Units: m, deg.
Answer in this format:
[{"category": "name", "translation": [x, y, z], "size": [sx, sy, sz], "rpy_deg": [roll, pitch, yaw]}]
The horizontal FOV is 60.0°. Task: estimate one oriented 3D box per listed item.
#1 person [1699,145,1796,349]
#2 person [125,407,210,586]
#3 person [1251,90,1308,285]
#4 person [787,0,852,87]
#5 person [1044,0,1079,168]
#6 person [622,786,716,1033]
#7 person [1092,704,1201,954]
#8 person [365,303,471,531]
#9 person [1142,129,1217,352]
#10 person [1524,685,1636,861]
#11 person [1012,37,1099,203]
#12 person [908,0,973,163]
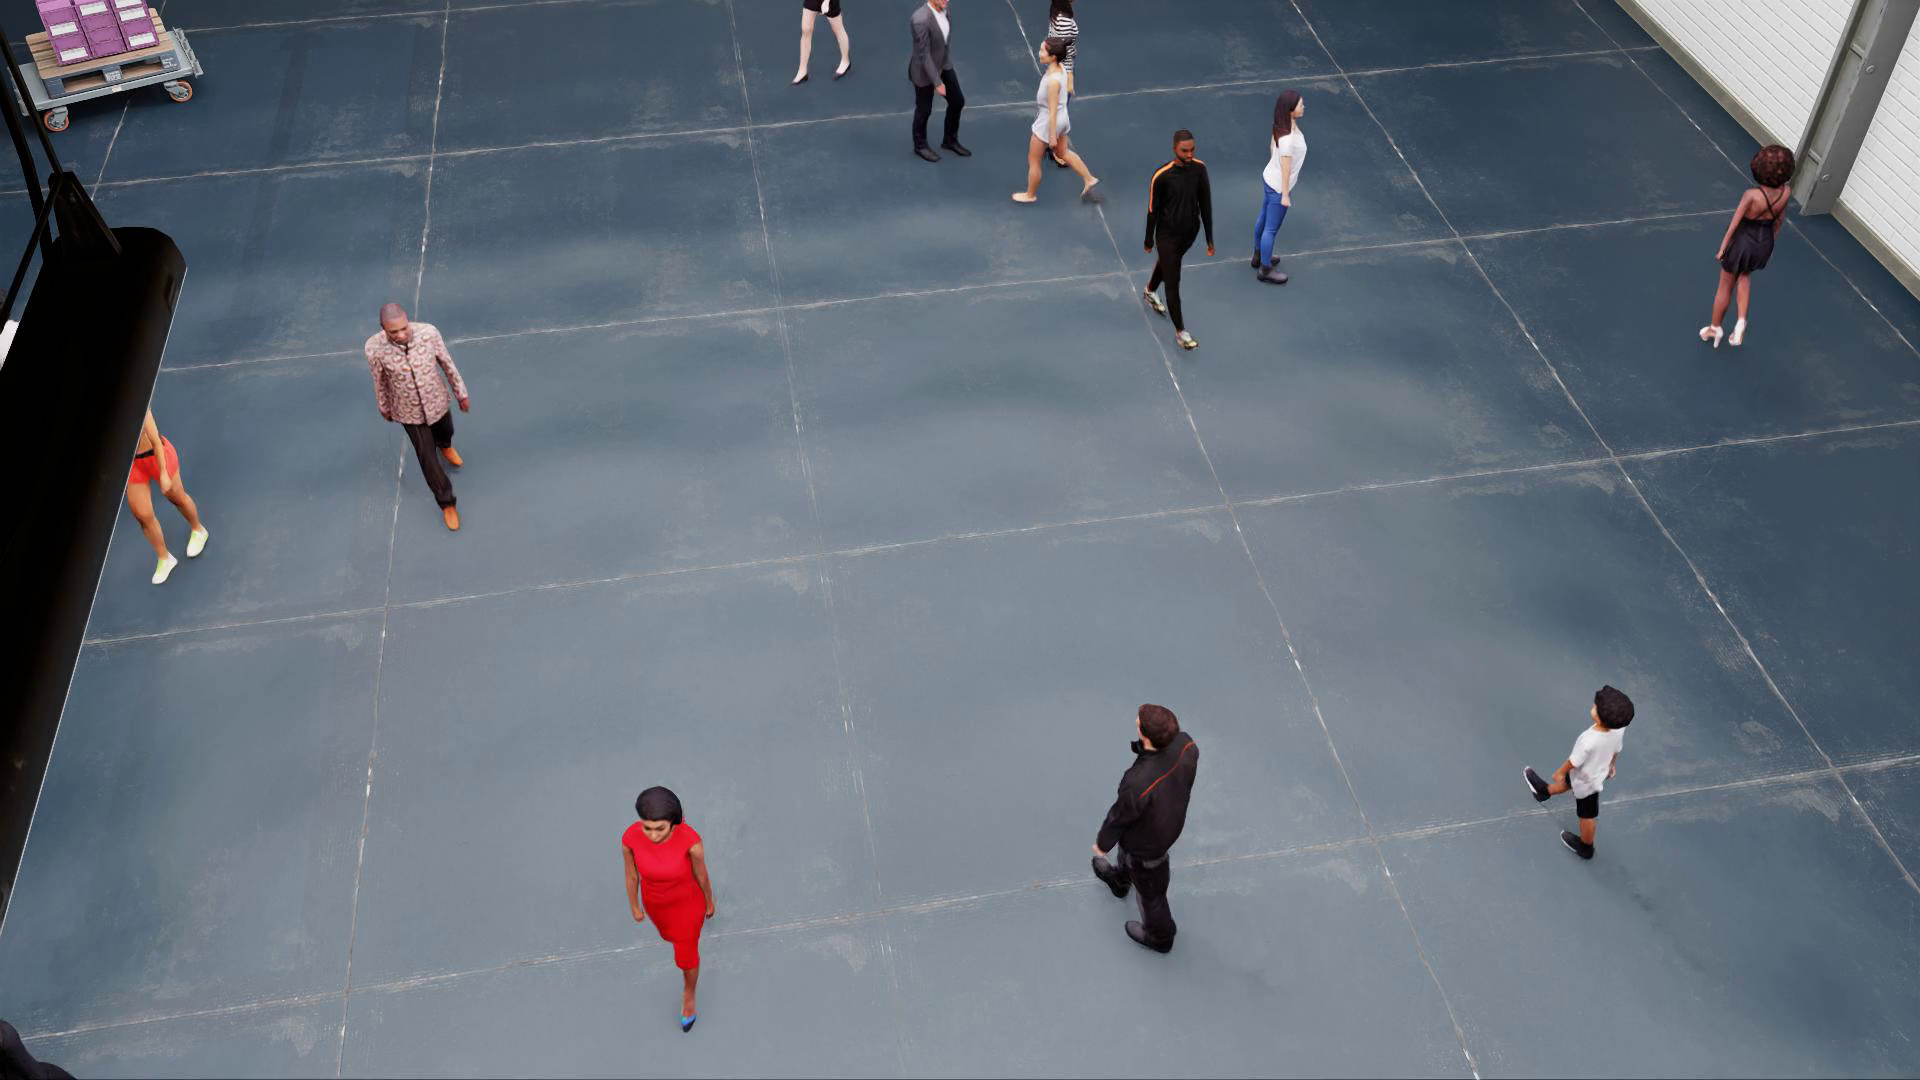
[{"category": "person", "translation": [6.104, -2.178, 12.813], "size": [0.573, 1.778, 0.691], "rpy_deg": [-5, 44, -5]}, {"category": "person", "translation": [-5.407, -0.589, 11.153], "size": [0.690, 1.767, 0.857], "rpy_deg": [-1, 44, -1]}, {"category": "person", "translation": [2.601, -2.901, 13.639], "size": [0.688, 1.684, 0.501], "rpy_deg": [-2, 44, -2]}, {"category": "person", "translation": [-1.239, -5.291, 16.063], "size": [0.982, 1.802, 0.985], "rpy_deg": [31, 52, 28]}, {"category": "person", "translation": [0.897, -4.207, 14.930], "size": [0.650, 1.795, 0.426], "rpy_deg": [-8, 44, -8]}, {"category": "person", "translation": [-1.479, 1.806, 8.670], "size": [0.742, 1.725, 1.058], "rpy_deg": [2, 44, 3]}, {"category": "person", "translation": [1.083, 1.587, 8.835], "size": [1.103, 1.813, 1.031], "rpy_deg": [28, 50, 26]}, {"category": "person", "translation": [-3.760, -1.009, 11.583], "size": [0.993, 1.781, 1.285], "rpy_deg": [-23, 48, -23]}, {"category": "person", "translation": [1.658, -2.453, 13.115], "size": [0.857, 1.760, 1.241], "rpy_deg": [-18, 46, -18]}, {"category": "person", "translation": [3.645, 1.358, 9.499], "size": [0.734, 1.228, 0.924], "rpy_deg": [-25, 49, -24]}, {"category": "person", "translation": [0.873, -3.636, 14.480], "size": [0.859, 1.589, 1.000], "rpy_deg": [7, 44, 8]}, {"category": "person", "translation": [-0.321, -4.254, 14.964], "size": [0.974, 1.816, 0.912], "rpy_deg": [22, 48, 22]}]
